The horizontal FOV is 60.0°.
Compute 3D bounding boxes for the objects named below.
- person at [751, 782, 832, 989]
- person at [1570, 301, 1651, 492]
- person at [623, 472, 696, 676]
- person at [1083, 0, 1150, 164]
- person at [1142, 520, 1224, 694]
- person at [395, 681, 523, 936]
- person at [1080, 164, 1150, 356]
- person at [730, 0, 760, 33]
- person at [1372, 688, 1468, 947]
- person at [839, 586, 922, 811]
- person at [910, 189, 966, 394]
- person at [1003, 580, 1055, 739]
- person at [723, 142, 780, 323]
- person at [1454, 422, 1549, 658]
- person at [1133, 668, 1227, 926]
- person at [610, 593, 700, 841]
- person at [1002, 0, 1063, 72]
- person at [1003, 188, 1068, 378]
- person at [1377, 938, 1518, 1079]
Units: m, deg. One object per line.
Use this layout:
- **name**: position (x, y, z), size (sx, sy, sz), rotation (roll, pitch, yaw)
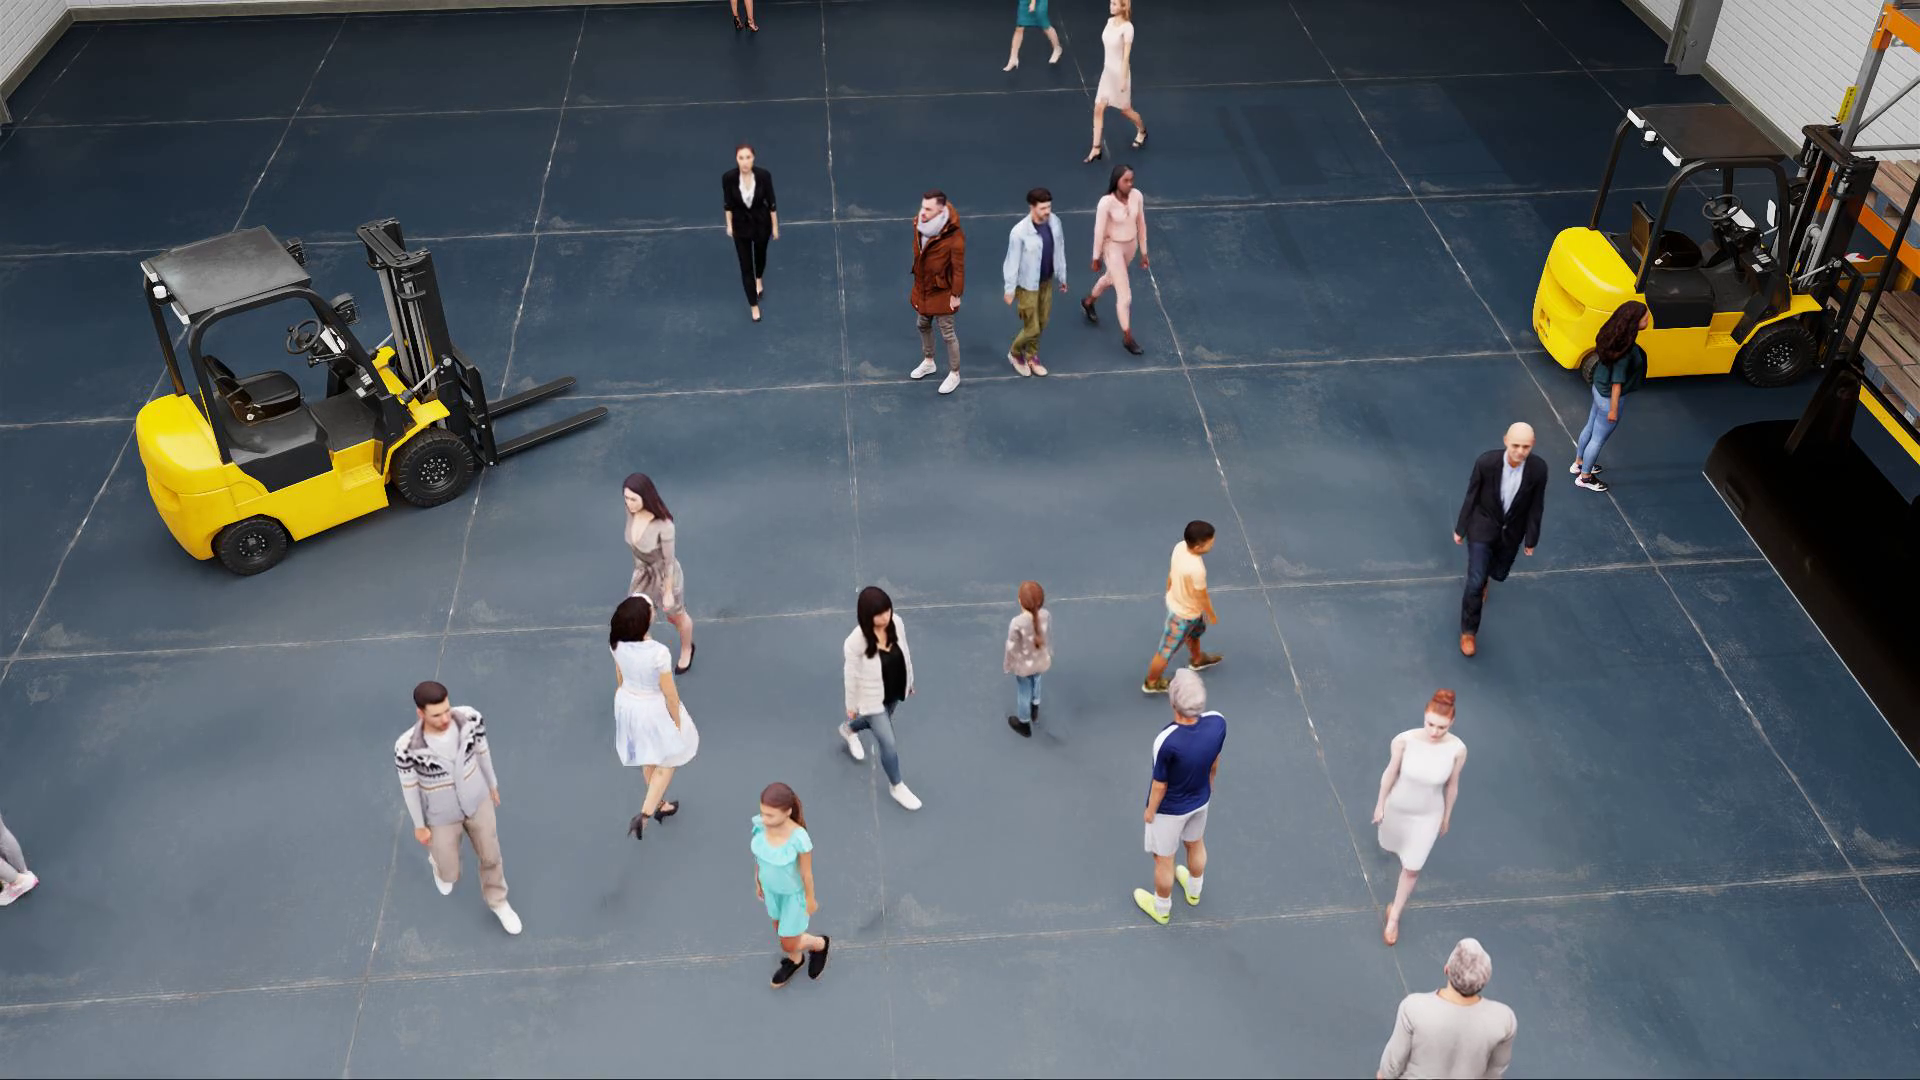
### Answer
- **person**: position (-0.909, 1.863, 9.185), size (0.696, 1.549, 0.756), rotation (26, 46, 29)
- **person**: position (5.027, -1.135, 12.884), size (0.707, 1.617, 0.593), rotation (4, 39, 5)
- **person**: position (-1.955, 0.218, 11.103), size (0.812, 1.725, 0.880), rotation (21, 43, 24)
- **person**: position (1.716, -4.825, 17.364), size (0.975, 1.792, 1.093), rotation (-22, 44, -25)
- **person**: position (1.413, 0.470, 11.020), size (0.680, 1.437, 0.825), rotation (-9, 39, -11)
- **person**: position (-2.901, 1.462, 9.450), size (0.963, 1.844, 1.061), rotation (-27, 46, -29)
- **person**: position (1.332, -2.522, 14.572), size (1.029, 1.679, 1.246), rotation (-24, 45, -27)
- **person**: position (-2.678, -7.086, 20.171), size (0.691, 1.822, 0.705), rotation (18, 42, 21)
- **person**: position (2.578, 1.492, 9.471), size (0.828, 1.772, 1.101), rotation (10, 40, 13)
- **person**: position (-0.553, 0.903, 10.338), size (1.126, 1.610, 1.028), rotation (31, 48, 33)
- **person**: position (-0.190, -2.109, 13.931), size (0.828, 1.833, 0.894), rotation (30, 47, 32)
- **person**: position (0.490, 0.798, 10.814), size (0.582, 1.179, 0.600), rotation (-20, 43, -23)
- **person**: position (-1.877, -2.847, 15.030), size (0.683, 1.614, 1.070), rotation (-7, 39, -9)
- **person**: position (3.695, -0.107, 11.464), size (0.885, 1.783, 1.157), rotation (6, 39, 8)
- **person**: position (1.252, 1.464, 9.455), size (0.714, 1.835, 0.703), rotation (-22, 43, -25)
- **person**: position (-1.894, 1.129, 9.904), size (0.878, 1.798, 1.013), rotation (14, 41, 17)
- **person**: position (0.941, -6.240, 19.255), size (0.912, 1.644, 1.029), rotation (-19, 42, -22)
- **person**: position (0.574, -2.199, 14.077), size (0.825, 1.792, 0.856), rotation (-31, 48, -33)
- **person**: position (2.293, 2.604, 7.967), size (0.787, 1.911, 0.712), rotation (5, 39, 7)
